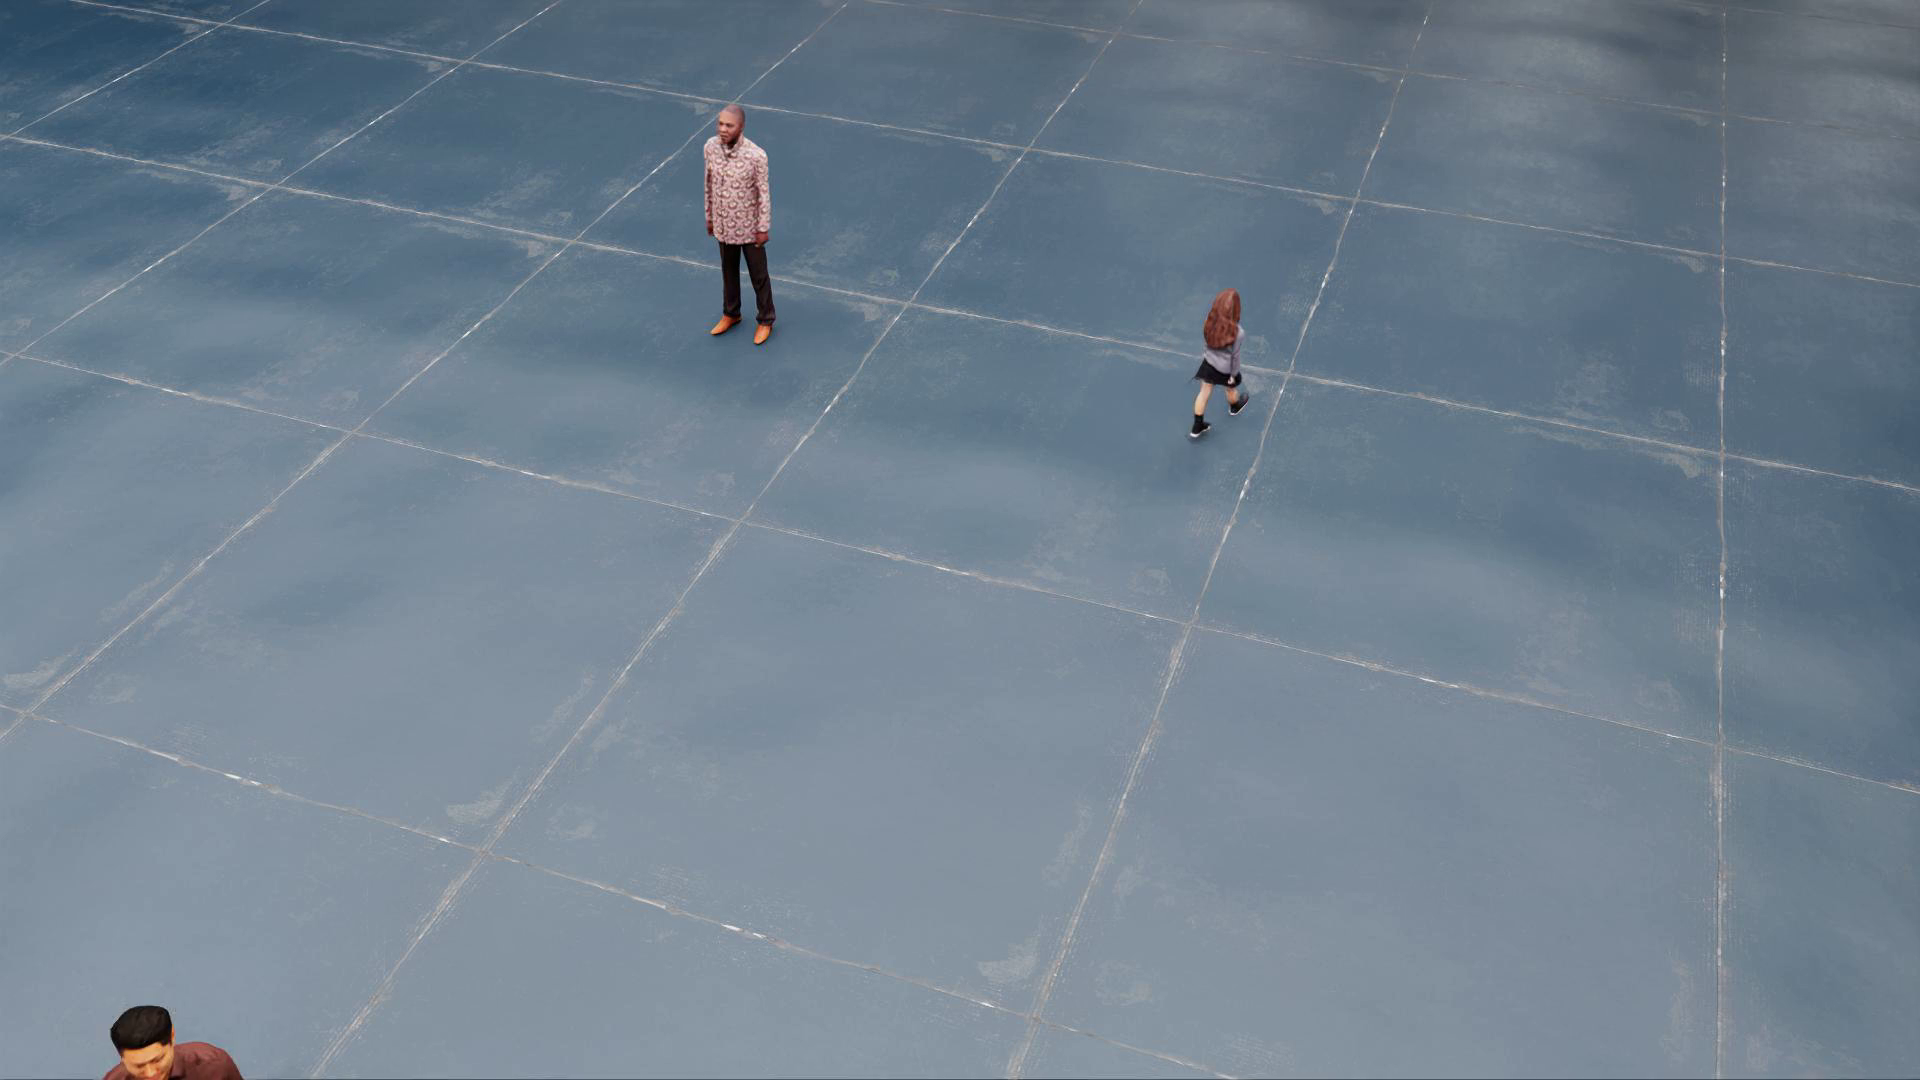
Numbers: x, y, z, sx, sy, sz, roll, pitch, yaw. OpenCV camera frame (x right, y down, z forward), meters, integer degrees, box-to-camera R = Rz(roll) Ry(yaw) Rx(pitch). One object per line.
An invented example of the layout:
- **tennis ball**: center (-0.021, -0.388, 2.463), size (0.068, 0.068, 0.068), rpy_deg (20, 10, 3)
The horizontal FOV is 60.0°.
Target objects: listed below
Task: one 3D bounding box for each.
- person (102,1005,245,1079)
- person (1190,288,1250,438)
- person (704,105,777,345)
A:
- **person**: center (-2.902, 2.277, 6.345), size (1.078, 1.729, 1.206), rpy_deg (-10, 39, -13)
- **person**: center (1.728, -1.179, 11.295), size (0.638, 1.072, 0.836), rpy_deg (27, 46, 30)
- **person**: center (-1.612, -2.326, 12.166), size (0.676, 1.806, 0.582), rpy_deg (14, 40, 17)
